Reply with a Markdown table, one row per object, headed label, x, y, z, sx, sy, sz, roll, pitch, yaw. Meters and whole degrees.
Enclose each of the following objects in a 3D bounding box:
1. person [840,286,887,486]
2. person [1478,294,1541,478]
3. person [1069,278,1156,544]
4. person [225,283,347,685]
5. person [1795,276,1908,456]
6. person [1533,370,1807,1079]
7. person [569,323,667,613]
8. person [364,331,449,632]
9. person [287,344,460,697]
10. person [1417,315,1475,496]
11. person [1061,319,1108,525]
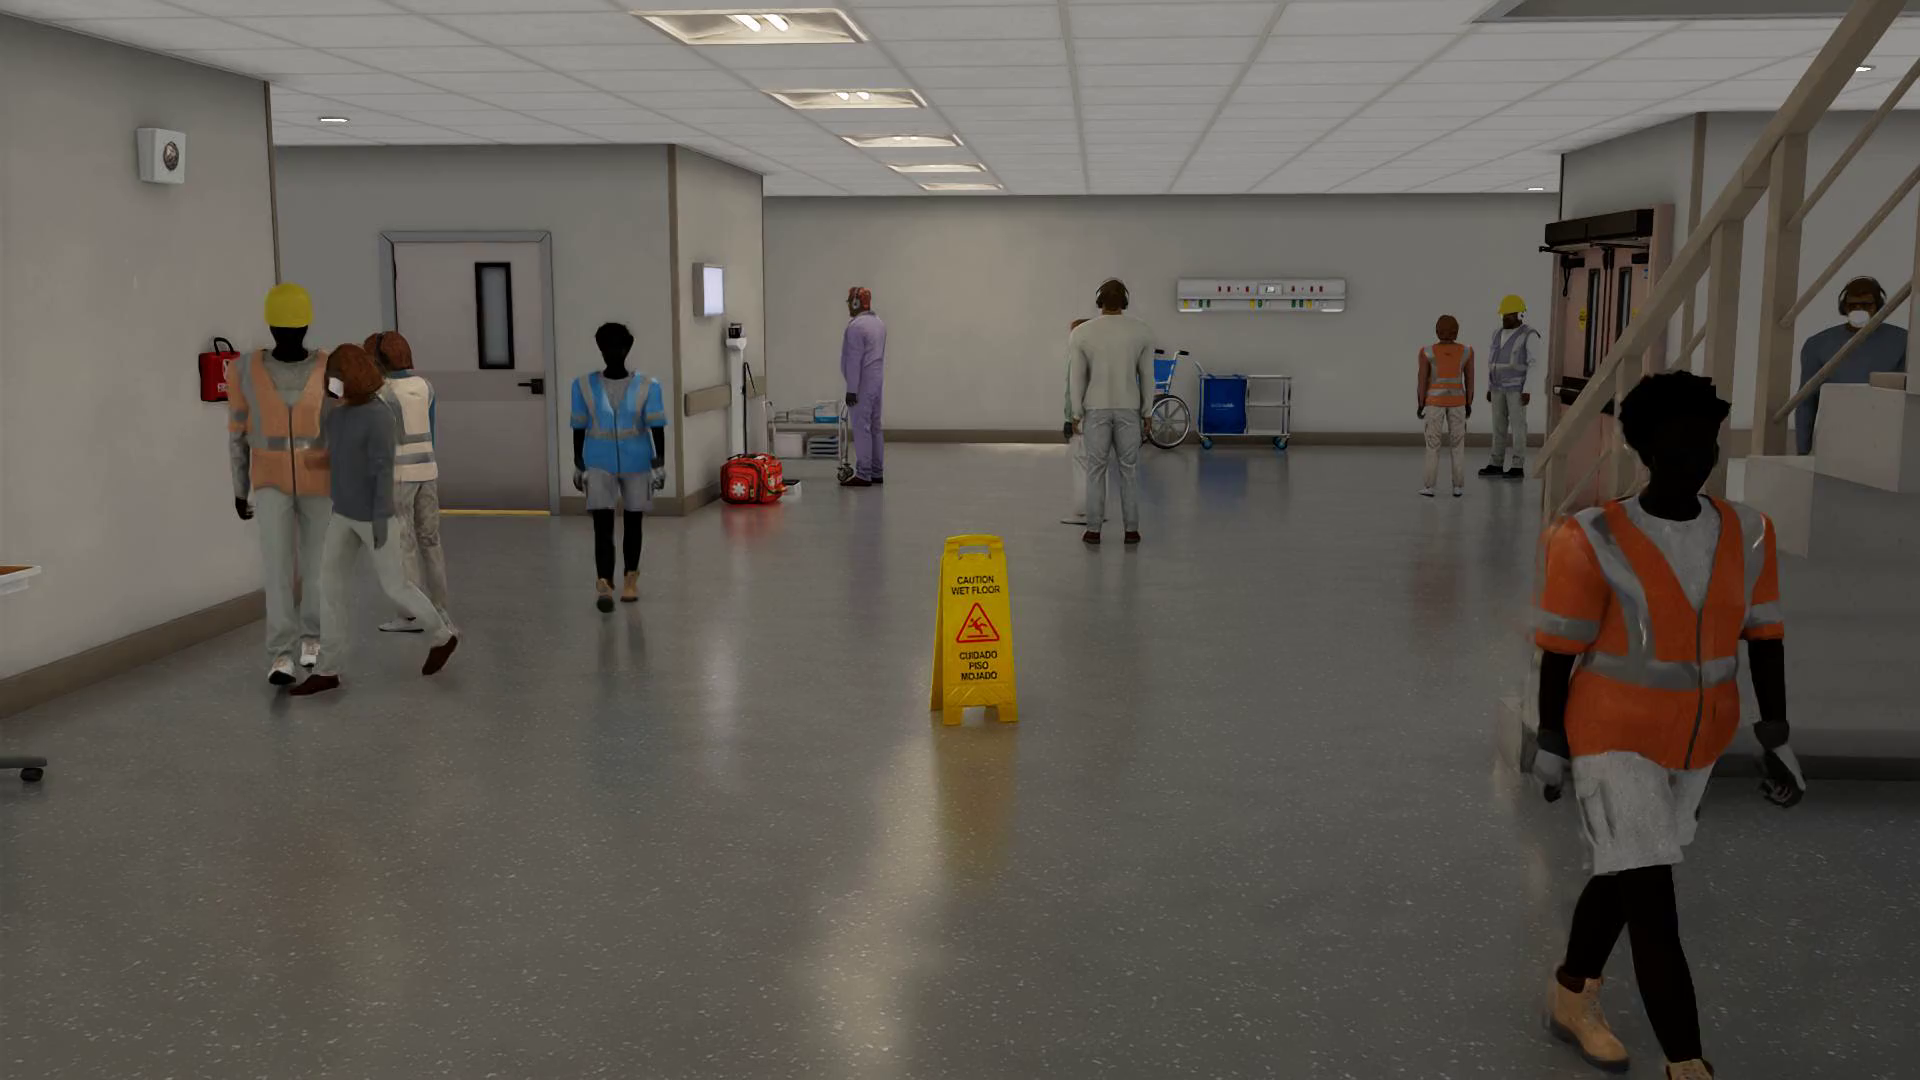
| label | x | y | z | sx | sy | sz | roll | pitch | yaw |
| --- | --- | --- | --- | --- | --- | --- | --- | --- | --- |
| person | -0.940 | -1.462 | 15.895 | 0.399 | 1.902 | 0.648 | 3 | 9 | 20 |
| person | 5.470 | -1.528 | 16.580 | 0.404 | 1.827 | 0.586 | -4 | 9 | -28 |
| person | 1.104 | -0.929 | 12.128 | 0.632 | 1.940 | 0.372 | 0 | 8 | 0 |
| person | -3.127 | -0.262 | 7.829 | 0.585 | 1.859 | 0.949 | -3 | 9 | -20 |
| person | 5.141 | -0.544 | 9.563 | 0.640 | 1.927 | 0.389 | 5 | 10 | 32 |
| person | 1.555 | 0.461 | 3.614 | 0.531 | 1.640 | 0.865 | -2 | 9 | -15 |
| person | -1.957 | -0.414 | 9.561 | 0.555 | 1.646 | 0.856 | -2 | 9 | -11 |
| person | -3.011 | -0.313 | 9.003 | 0.324 | 1.630 | 0.510 | 3 | 9 | 23 |
| person | -2.736 | -0.108 | 7.700 | 0.503 | 1.603 | 0.765 | 5 | 10 | 33 |
| person | 4.375 | -1.203 | 15.003 | 0.512 | 1.641 | 0.307 | 1 | 8 | 4 |
| person | 1.014 | -0.938 | 13.224 | 0.313 | 1.632 | 0.519 | 7 | 11 | 40 |
